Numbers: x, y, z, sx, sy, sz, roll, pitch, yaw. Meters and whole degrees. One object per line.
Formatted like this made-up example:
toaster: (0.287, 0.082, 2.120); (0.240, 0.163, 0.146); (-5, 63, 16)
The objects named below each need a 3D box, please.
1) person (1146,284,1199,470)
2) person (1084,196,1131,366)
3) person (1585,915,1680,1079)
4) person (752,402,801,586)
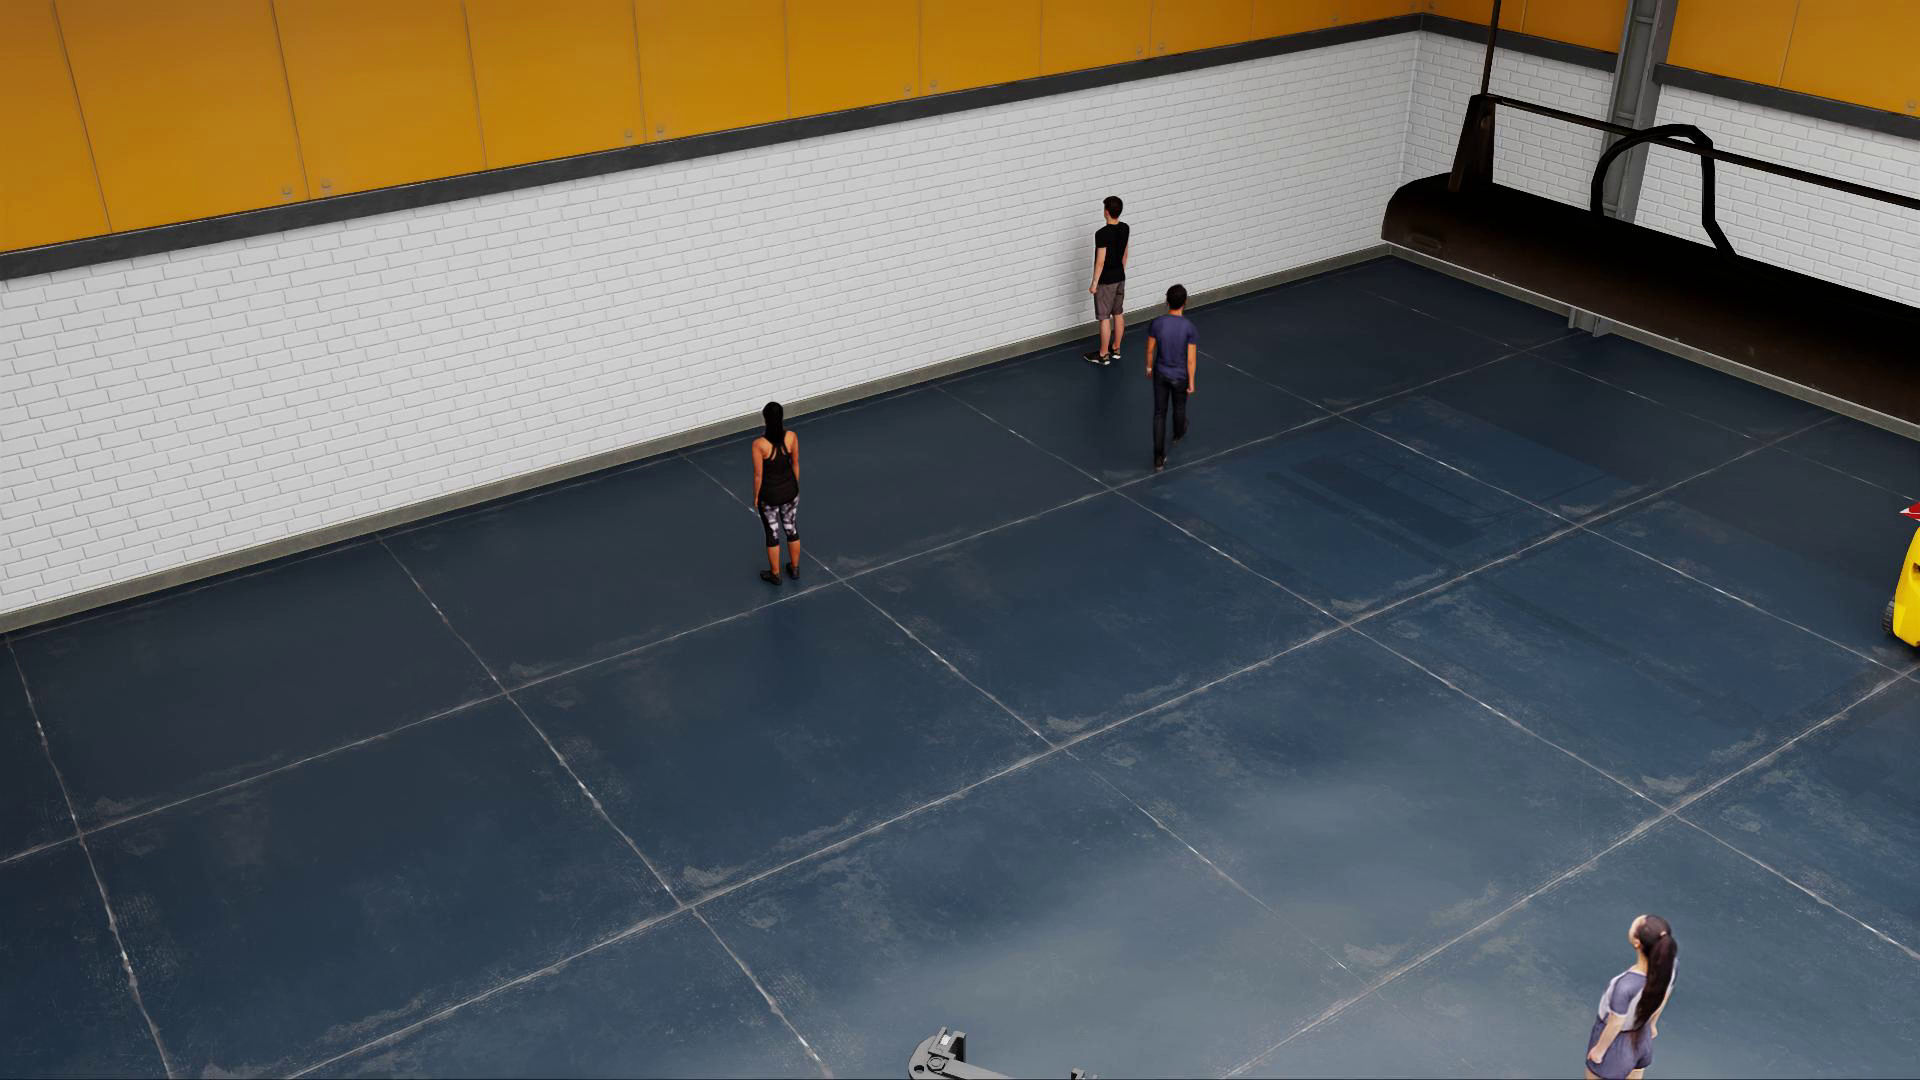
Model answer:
person: (1.973, -1.513, 15.796); (1.120, 1.751, 1.118); (8, 30, 15)
person: (1.635, -2.838, 18.110); (0.709, 1.862, 0.638); (-25, 37, -38)
person: (3.373, 2.563, 8.429); (0.605, 1.650, 0.524); (-16, 32, -27)
person: (-1.518, -0.406, 13.860); (0.569, 1.661, 0.489); (-18, 34, -30)
